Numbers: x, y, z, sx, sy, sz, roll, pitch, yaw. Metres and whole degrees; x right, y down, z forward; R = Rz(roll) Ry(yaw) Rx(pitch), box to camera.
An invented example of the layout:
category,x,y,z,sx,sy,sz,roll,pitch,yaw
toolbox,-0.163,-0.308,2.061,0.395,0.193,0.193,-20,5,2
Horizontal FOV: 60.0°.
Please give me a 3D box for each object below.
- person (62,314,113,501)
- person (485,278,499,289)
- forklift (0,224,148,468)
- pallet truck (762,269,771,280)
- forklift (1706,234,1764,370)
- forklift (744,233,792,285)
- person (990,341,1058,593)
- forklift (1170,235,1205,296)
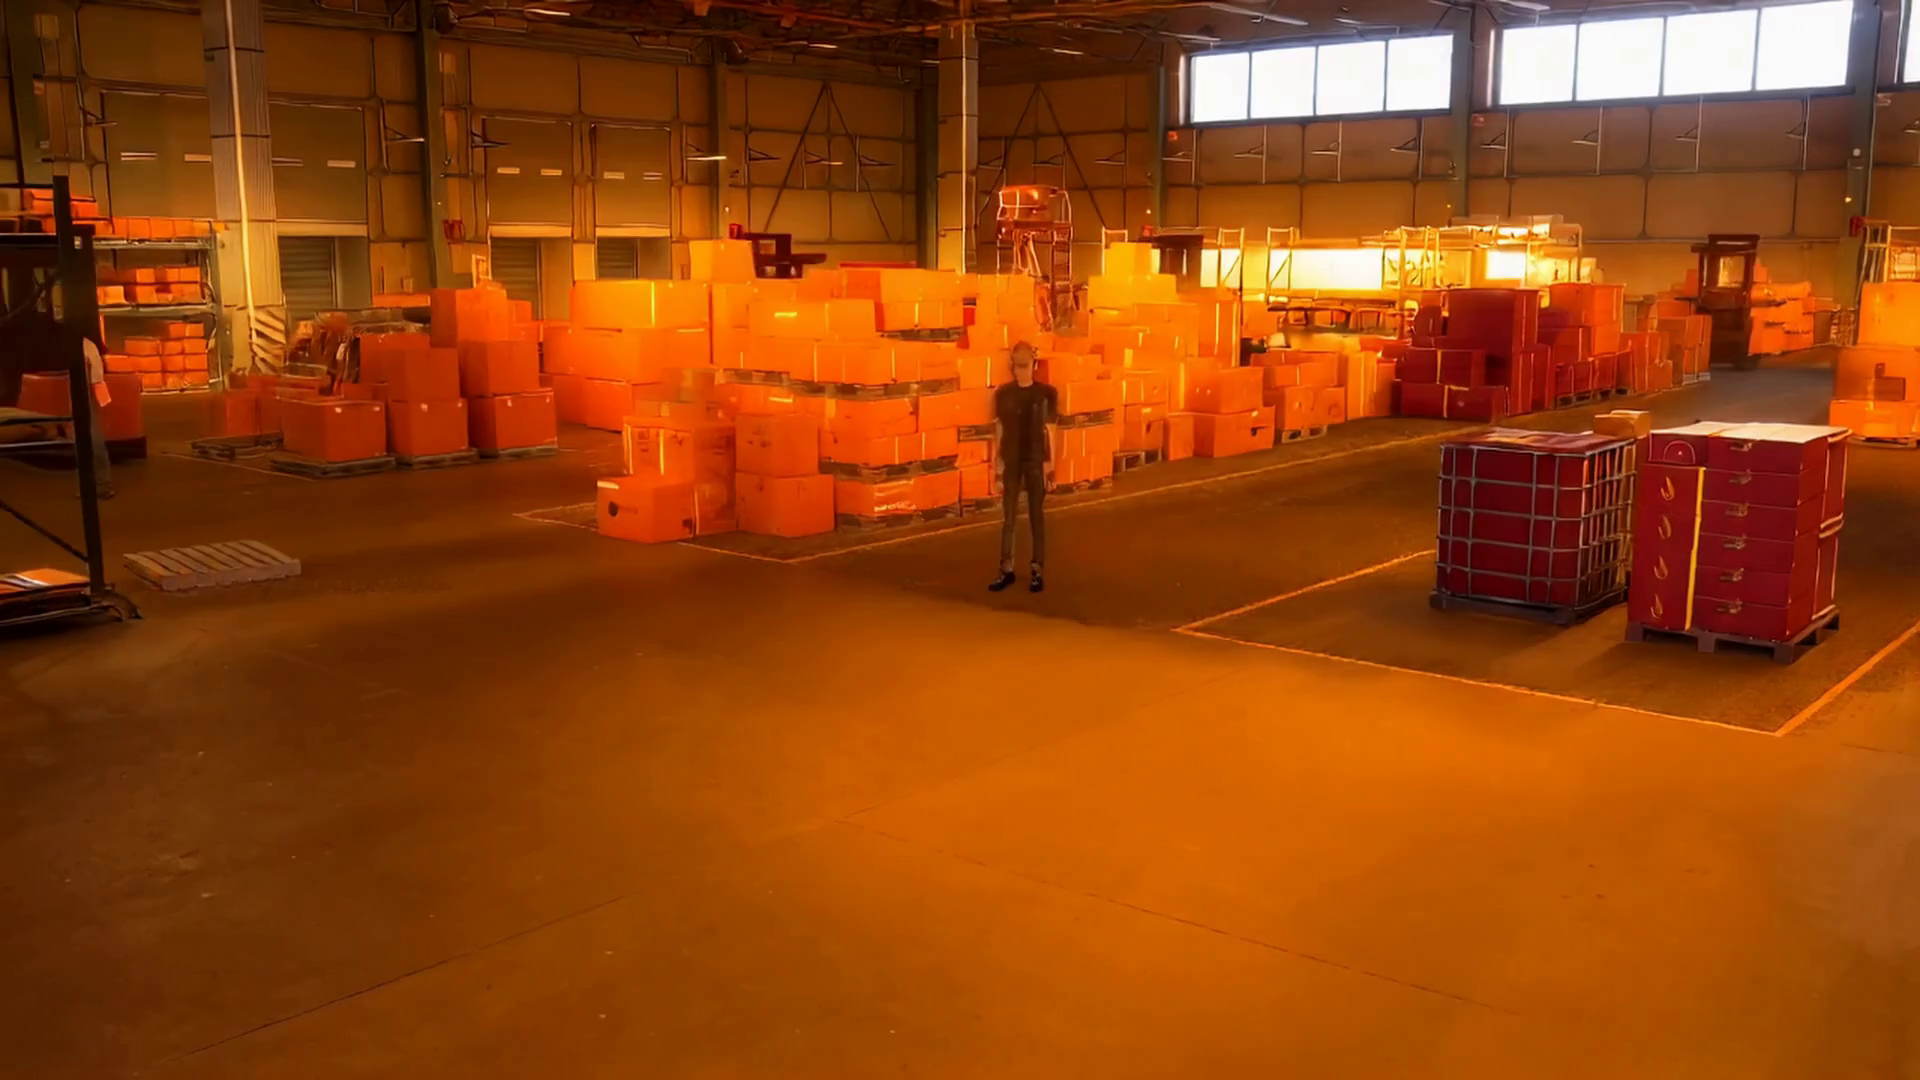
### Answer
category,x,y,z,sx,sy,sz,roll,pitch,yaw
person,-8.830,-1.350,16.855,0.406,1.910,0.590,-4,11,-21
person,-9.505,-4.355,33.870,0.379,1.937,0.548,4,11,21
forklift,-10.662,-2.341,19.722,1.873,2.768,1.129,8,13,40
pallet truck,-4.996,-6.432,45.525,1.885,1.965,0.823,-6,12,-32
forklift,16.168,-5.023,34.989,1.129,2.768,1.873,8,13,40
forklift,-3.610,-4.410,31.498,1.873,2.768,1.129,8,13,40
person,0.479,-0.539,12.335,0.517,1.873,0.334,4,11,21
forklift,5.115,-5.466,37.513,1.873,2.768,1.129,8,13,40
